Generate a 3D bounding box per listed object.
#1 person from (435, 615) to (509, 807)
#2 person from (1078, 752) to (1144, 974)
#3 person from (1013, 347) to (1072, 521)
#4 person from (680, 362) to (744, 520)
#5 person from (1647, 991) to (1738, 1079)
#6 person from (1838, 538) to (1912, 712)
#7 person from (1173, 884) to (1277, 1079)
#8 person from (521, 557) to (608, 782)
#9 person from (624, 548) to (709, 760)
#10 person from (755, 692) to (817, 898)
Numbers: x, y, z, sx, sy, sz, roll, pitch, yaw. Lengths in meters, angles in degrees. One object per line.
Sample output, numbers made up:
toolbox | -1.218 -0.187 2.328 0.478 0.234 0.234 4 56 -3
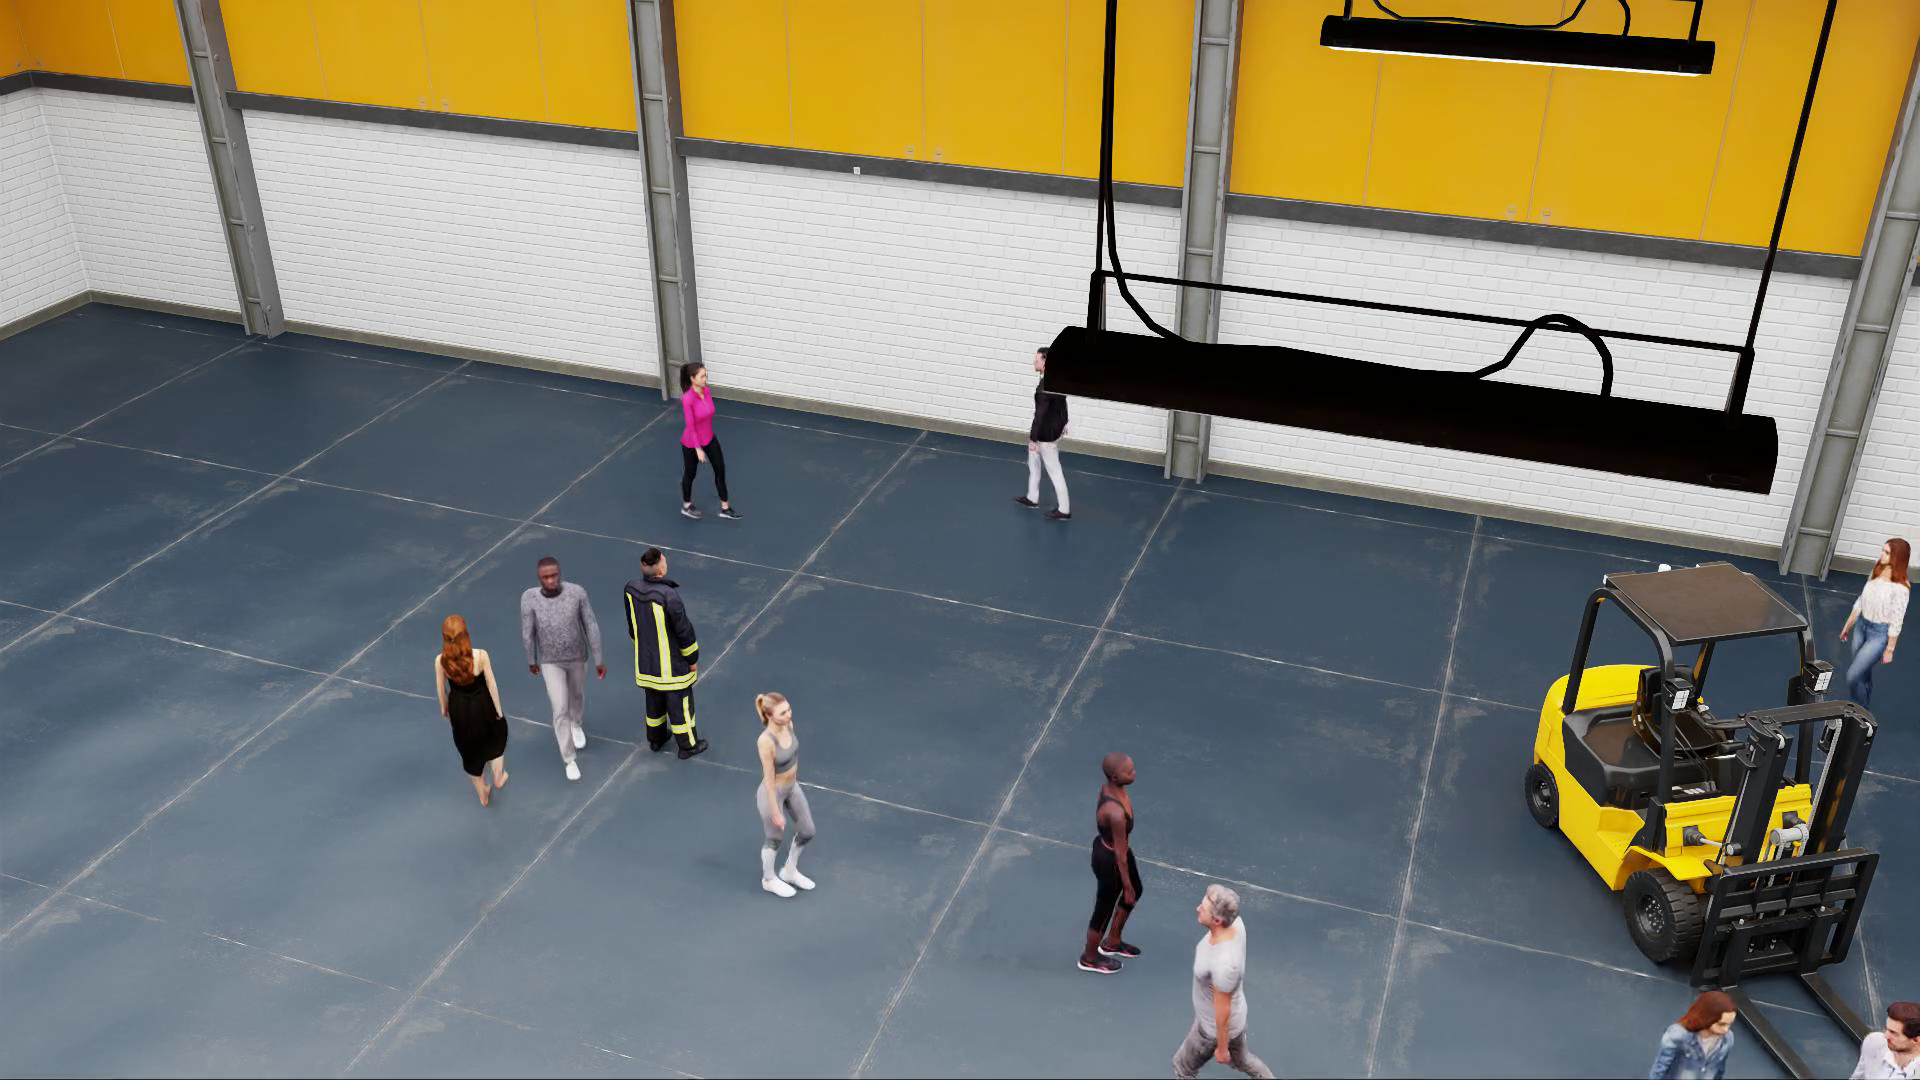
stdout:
person | -3.623 1.308 12.322 0.737 1.616 0.804 -5 29 -10
person | 0.884 2.093 10.749 0.741 1.744 0.702 1 29 2
person | 0.967 -1.020 16.380 0.900 1.817 0.705 11 31 20
person | -2.661 -0.977 16.447 0.948 1.675 0.717 18 33 30
person | 4.012 3.036 9.317 0.881 1.458 0.827 1 29 3
person | 7.344 0.759 13.222 0.753 1.717 0.713 -3 29 -5
person | 1.584 2.749 9.496 1.208 1.793 0.775 8 30 14
person | -3.076 0.879 12.916 1.158 1.799 1.196 -11 31 -20
person | -2.299 0.854 12.898 0.664 1.860 0.839 14 32 24
person | -1.316 1.742 11.448 0.623 1.690 0.602 13 31 22
